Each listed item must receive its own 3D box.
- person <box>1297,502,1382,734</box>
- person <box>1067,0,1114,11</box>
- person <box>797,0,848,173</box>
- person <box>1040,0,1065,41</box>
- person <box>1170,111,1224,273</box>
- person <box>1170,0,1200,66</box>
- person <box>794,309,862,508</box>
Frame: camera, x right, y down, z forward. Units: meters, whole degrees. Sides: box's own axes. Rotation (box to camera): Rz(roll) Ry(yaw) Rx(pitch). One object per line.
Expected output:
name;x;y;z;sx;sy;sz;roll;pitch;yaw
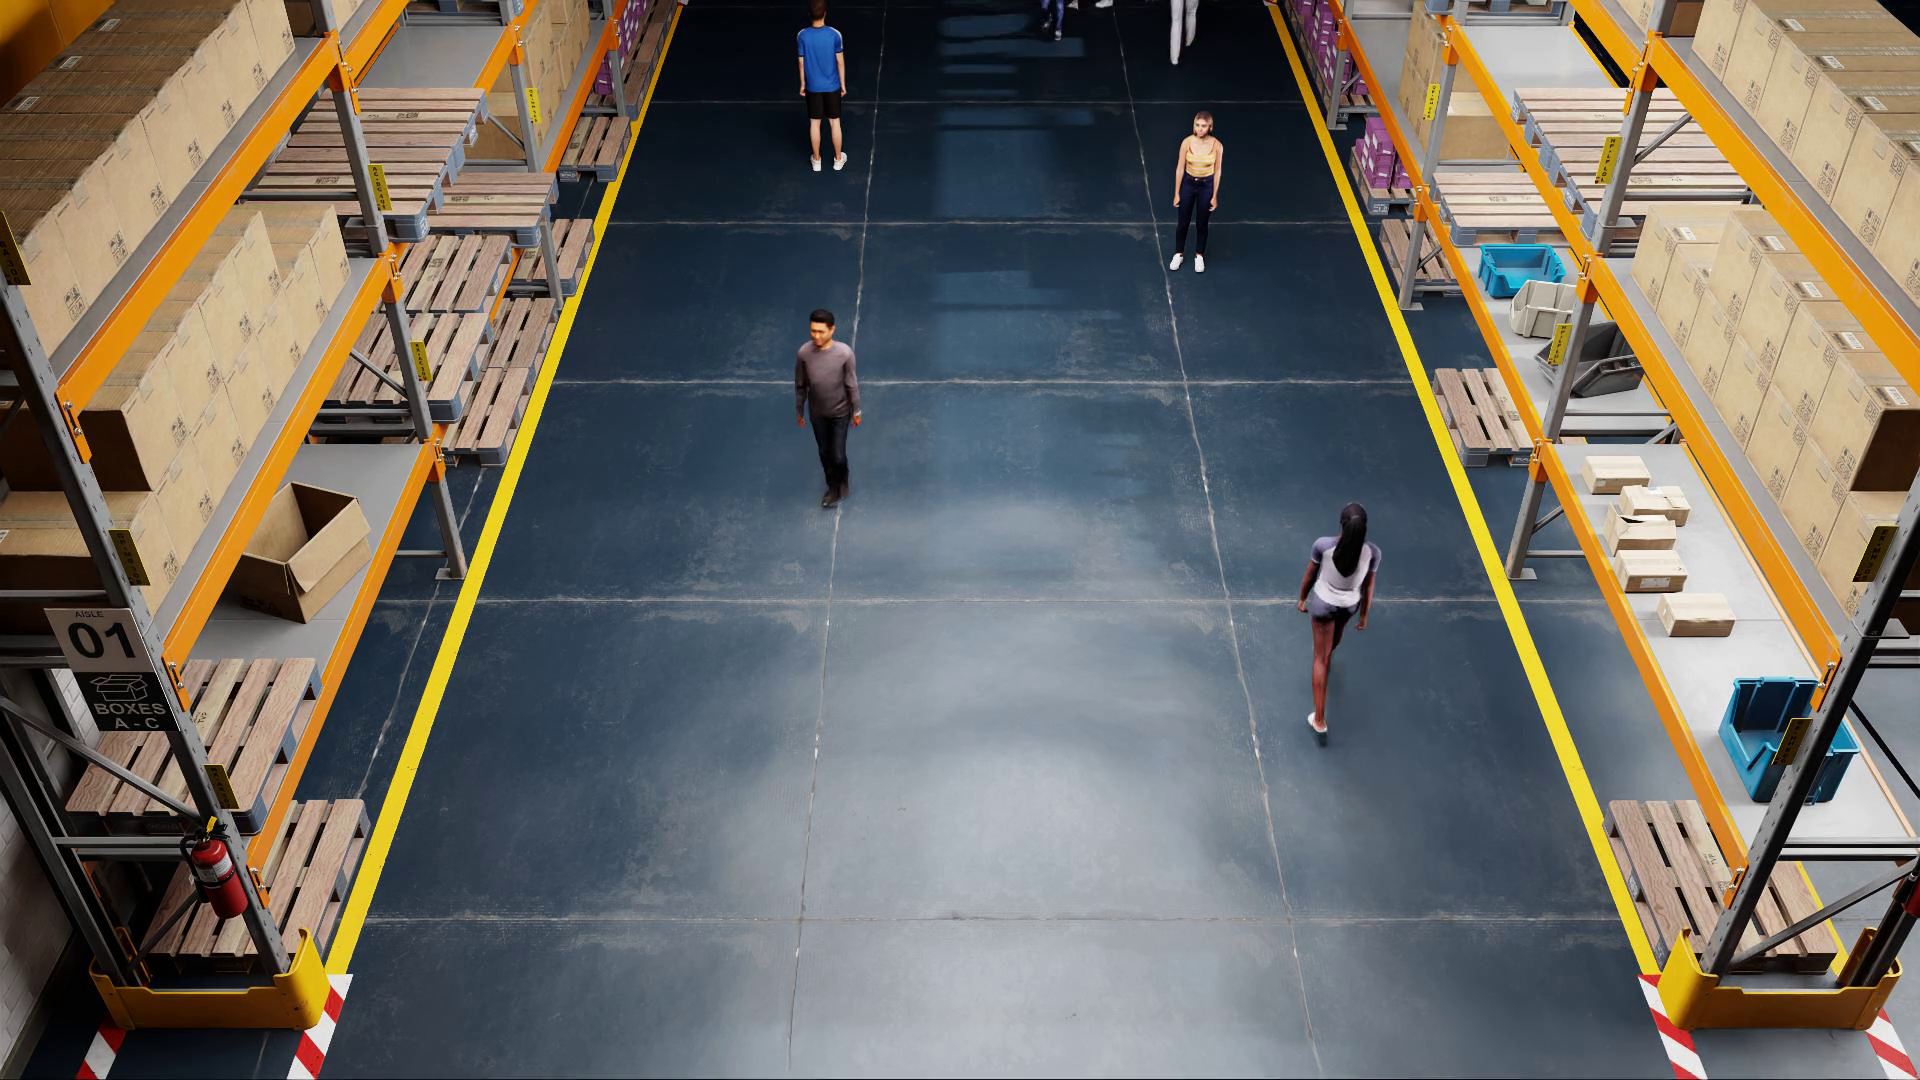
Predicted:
person;2.499;0.520;11.126;0.711;1.677;1.205;4;39;5
person;1.879;-7.577;21.279;1.027;1.658;1.033;-20;43;-23
person;-1.466;-4.846;17.693;0.661;1.866;0.585;-2;39;-3
person;1.195;-7.021;20.673;0.566;1.545;0.633;5;39;7
person;2.286;-3.364;16.028;0.614;1.627;0.568;8;39;10
person;2.682;-6.606;19.920;0.840;1.836;1.233;8;39;10
person;-0.990;-1.059;13.038;0.711;1.756;0.738;1;39;1
